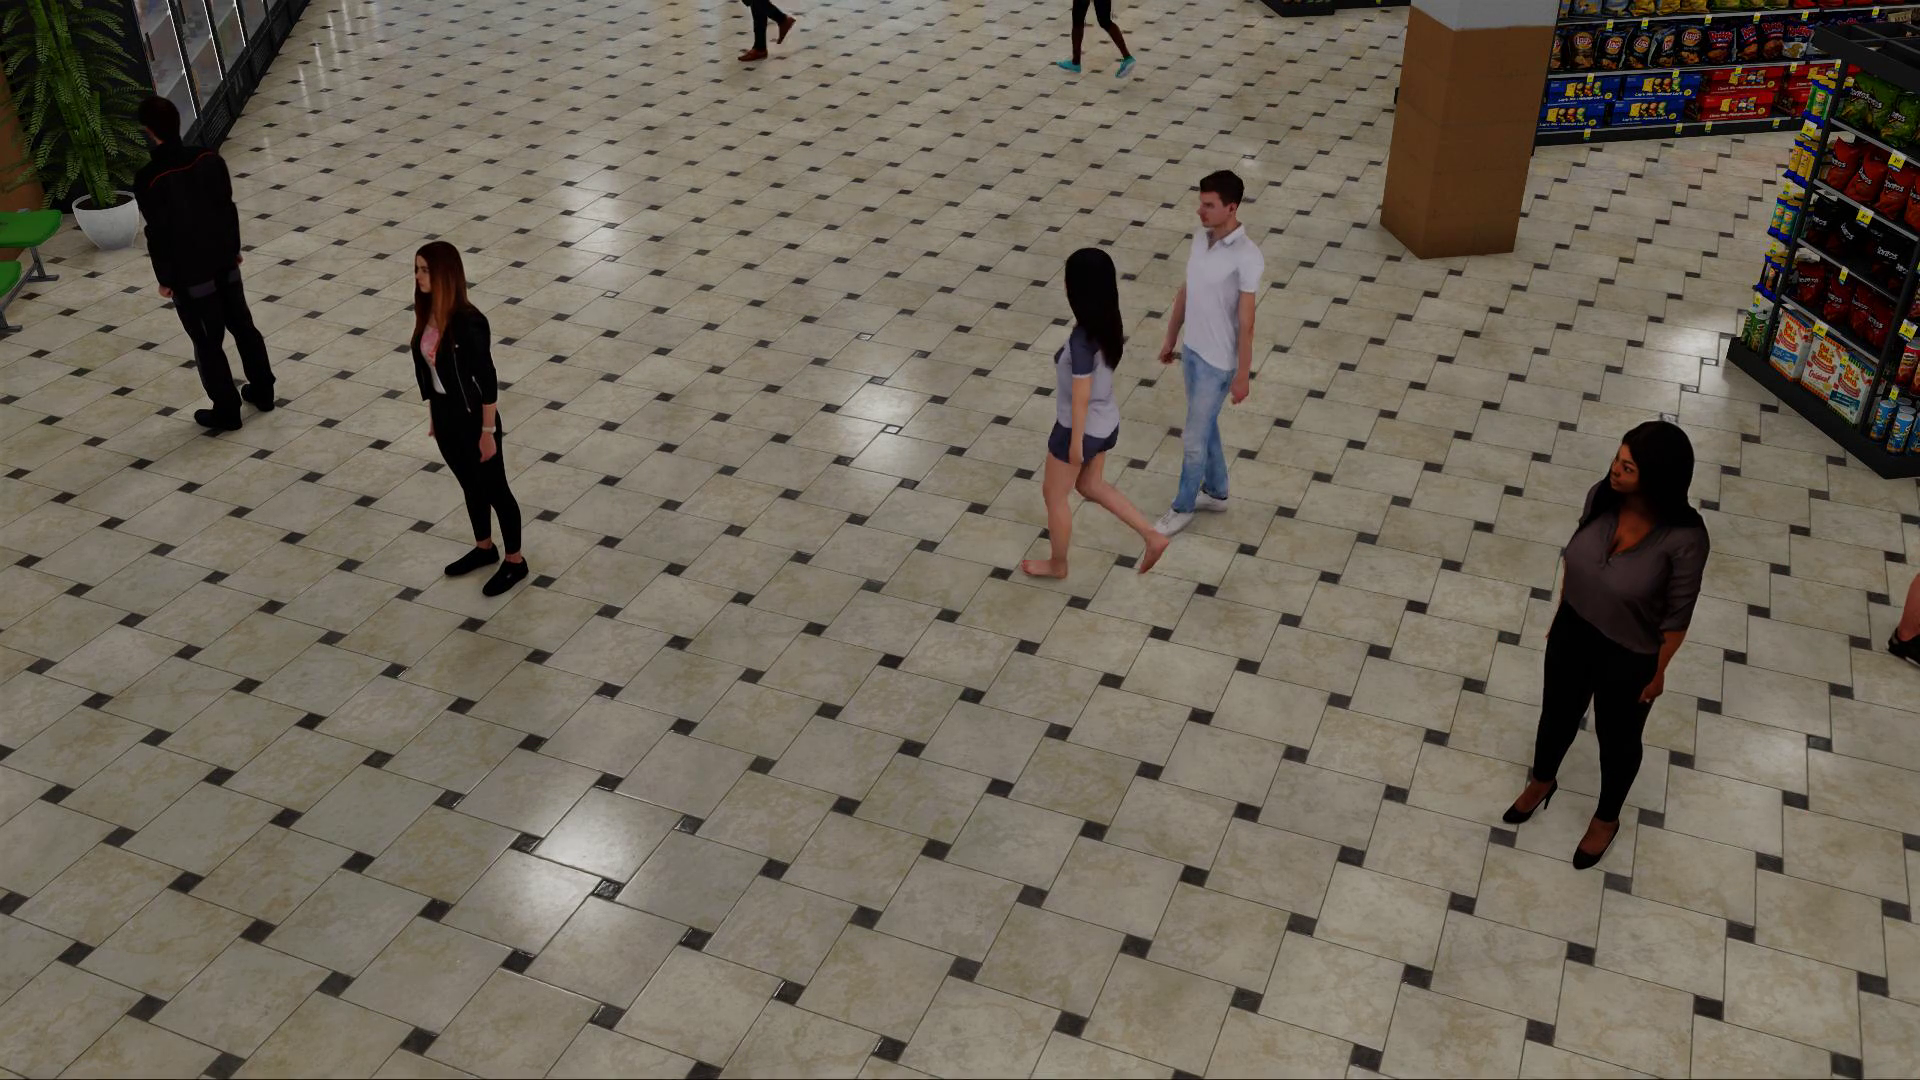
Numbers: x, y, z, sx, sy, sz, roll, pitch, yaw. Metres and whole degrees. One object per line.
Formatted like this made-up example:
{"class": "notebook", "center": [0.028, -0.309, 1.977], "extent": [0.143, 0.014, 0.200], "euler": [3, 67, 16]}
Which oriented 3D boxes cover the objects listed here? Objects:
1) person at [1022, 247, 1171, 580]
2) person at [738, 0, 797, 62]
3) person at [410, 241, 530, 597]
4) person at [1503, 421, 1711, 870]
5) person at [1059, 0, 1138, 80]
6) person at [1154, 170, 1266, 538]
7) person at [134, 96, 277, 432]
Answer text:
{"class": "person", "center": [0.646, -0.507, 7.558], "extent": [1.036, 1.687, 0.888], "euler": [11, 34, 17]}
{"class": "person", "center": [-1.787, -5.331, 15.200], "extent": [0.976, 1.806, 0.845], "euler": [-16, 35, -23]}
{"class": "person", "center": [-2.251, -0.567, 7.631], "extent": [0.672, 1.713, 0.720], "euler": [23, 38, 32]}
{"class": "person", "center": [2.343, 0.381, 5.990], "extent": [0.733, 1.838, 0.733], "euler": [-20, 37, -29]}
{"class": "person", "center": [1.252, -4.863, 14.554], "extent": [1.087, 1.694, 1.018], "euler": [-26, 40, -35]}
{"class": "person", "center": [1.264, -0.887, 8.031], "extent": [0.811, 1.834, 0.809], "euler": [-11, 33, -17]}
{"class": "person", "center": [-4.090, -1.484, 8.984], "extent": [0.815, 1.840, 0.793], "euler": [16, 35, 24]}
